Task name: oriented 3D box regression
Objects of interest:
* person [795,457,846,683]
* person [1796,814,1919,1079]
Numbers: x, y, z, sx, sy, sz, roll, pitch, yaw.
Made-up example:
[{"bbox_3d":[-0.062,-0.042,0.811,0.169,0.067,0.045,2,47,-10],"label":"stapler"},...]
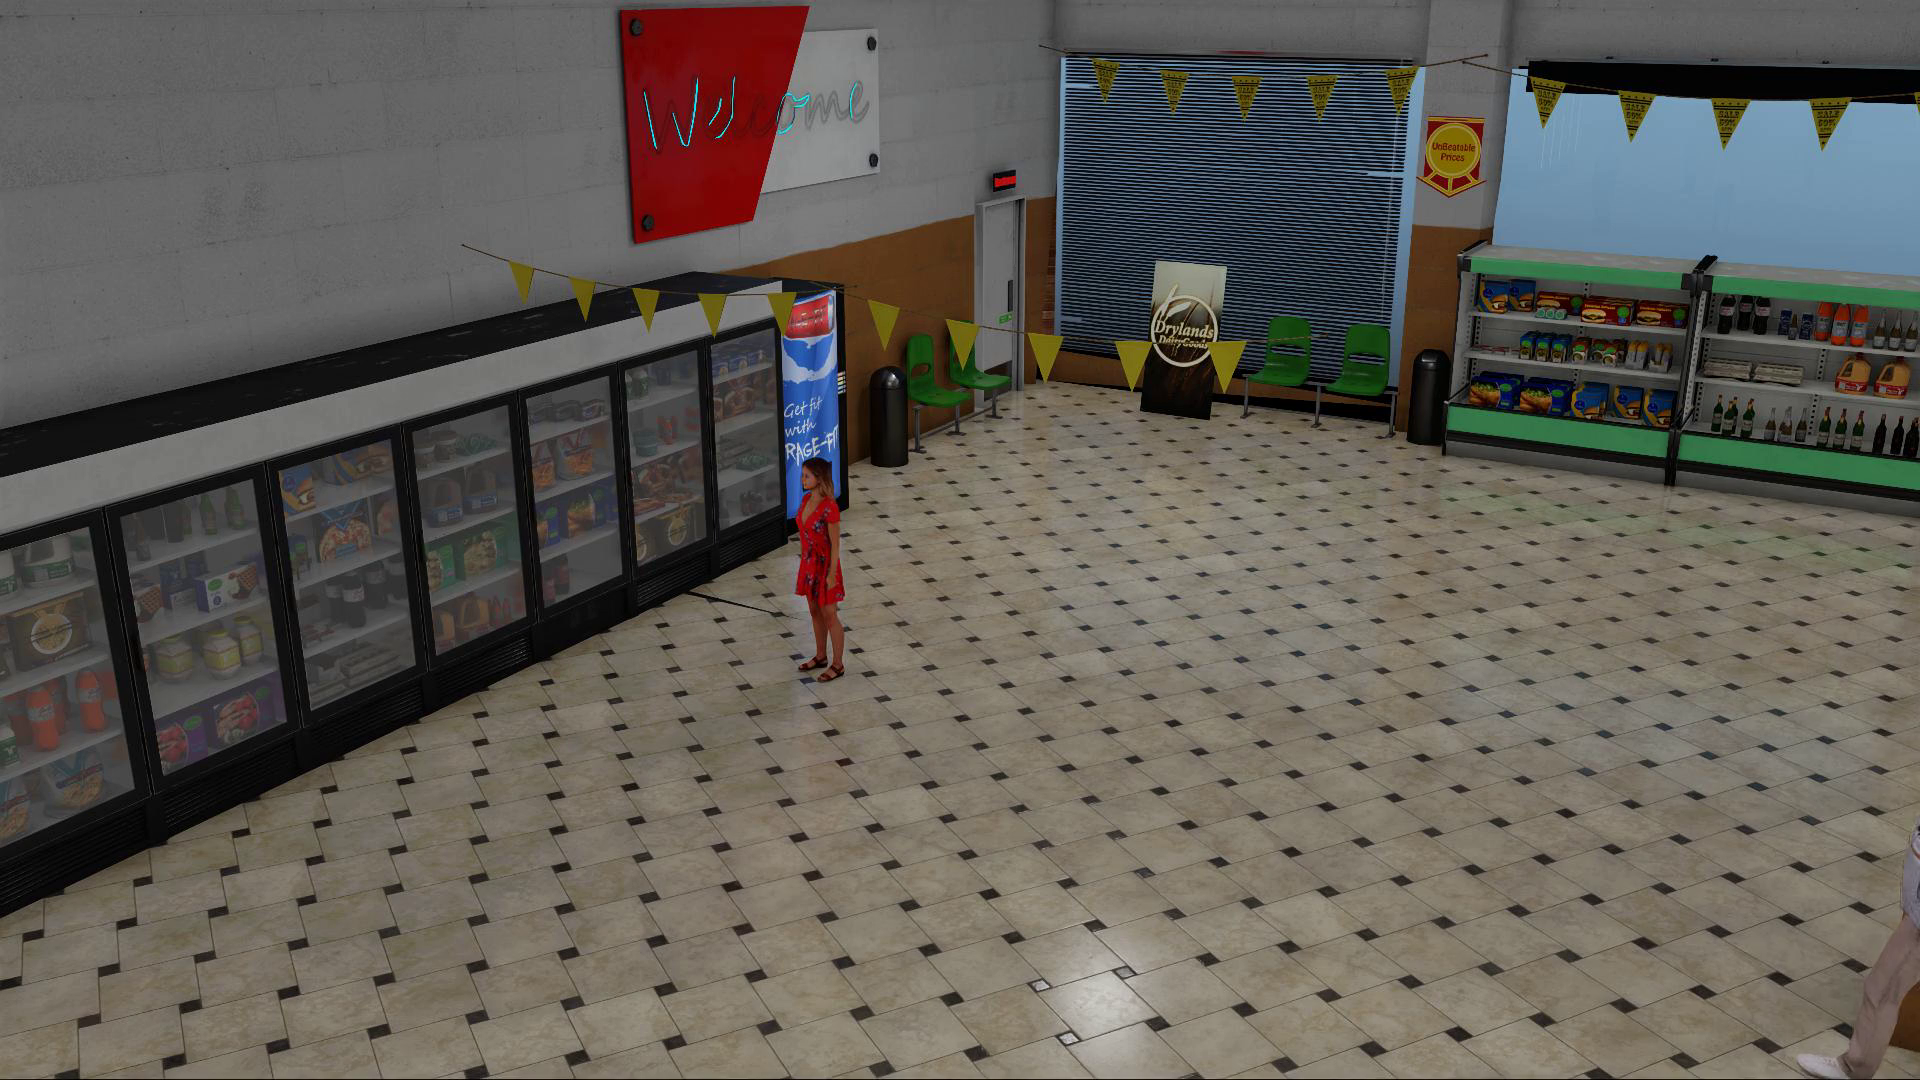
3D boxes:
[{"bbox_3d":[-0.956,0.195,11.508,0.708,1.592,0.597,-14,23,-35],"label":"person"},{"bbox_3d":[4.195,1.603,6.959,1.181,1.830,0.858,17,25,40],"label":"person"}]
